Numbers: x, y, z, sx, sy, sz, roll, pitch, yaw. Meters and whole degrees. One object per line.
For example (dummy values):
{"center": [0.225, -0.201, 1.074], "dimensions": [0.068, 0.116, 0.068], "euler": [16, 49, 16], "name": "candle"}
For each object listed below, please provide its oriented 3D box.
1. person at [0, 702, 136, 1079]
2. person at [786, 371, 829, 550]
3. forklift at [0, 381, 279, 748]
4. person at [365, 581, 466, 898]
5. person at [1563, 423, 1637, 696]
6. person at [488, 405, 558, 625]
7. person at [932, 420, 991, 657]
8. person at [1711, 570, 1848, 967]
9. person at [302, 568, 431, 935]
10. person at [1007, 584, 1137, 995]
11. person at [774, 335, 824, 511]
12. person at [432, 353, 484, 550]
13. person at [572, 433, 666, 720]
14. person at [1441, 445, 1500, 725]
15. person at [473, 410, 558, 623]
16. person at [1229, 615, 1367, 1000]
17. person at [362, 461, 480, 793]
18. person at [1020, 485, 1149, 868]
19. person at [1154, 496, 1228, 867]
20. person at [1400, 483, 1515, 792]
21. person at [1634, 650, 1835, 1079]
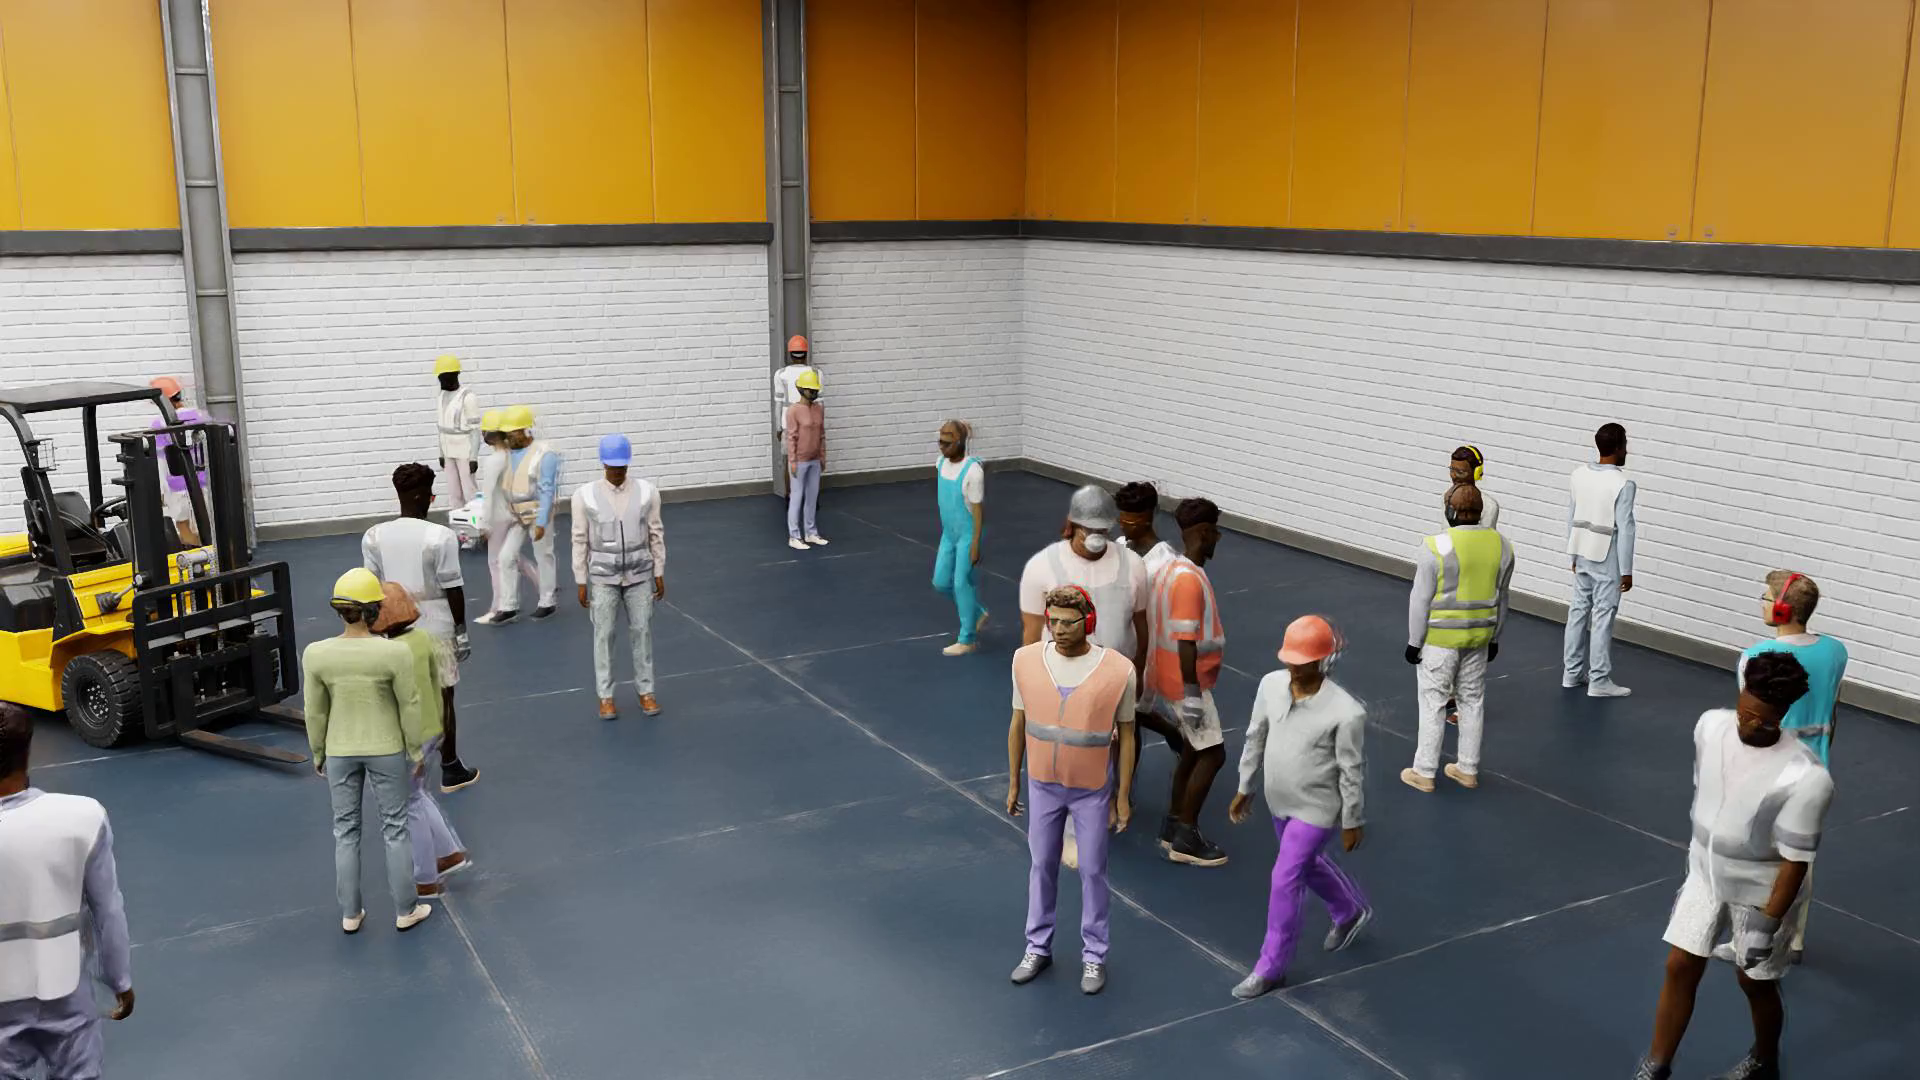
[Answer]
{"center": [-3.040, 1.470, 5.418], "dimensions": [0.615, 1.907, 0.416], "euler": [-5, 13, -22], "name": "person"}
{"center": [-1.492, -0.782, 16.306], "dimensions": [0.338, 1.759, 0.525], "euler": [9, 15, 37], "name": "person"}
{"center": [-5.853, 0.085, 11.199], "dimensions": [2.313, 2.155, 1.214], "euler": [7, 14, 28], "name": "forklift"}
{"center": [-2.750, 1.000, 8.275], "dimensions": [0.328, 1.616, 0.535], "euler": [1, 12, 6], "name": "person"}
{"center": [4.463, 0.135, 11.609], "dimensions": [0.390, 1.922, 0.591], "euler": [-5, 13, -20], "name": "person"}
{"center": [-3.533, -0.187, 13.386], "dimensions": [0.597, 1.799, 0.726], "euler": [6, 13, 26], "name": "person"}
{"center": [0.017, -0.020, 12.560], "dimensions": [0.478, 1.824, 0.559], "euler": [-9, 15, -37], "name": "person"}
{"center": [3.692, 1.051, 7.490], "dimensions": [0.571, 1.845, 0.376], "euler": [-5, 13, -21], "name": "person"}
{"center": [-2.815, 1.003, 7.911], "dimensions": [0.533, 1.765, 0.322], "euler": [-1, 12, -4], "name": "person"}
{"center": [0.490, 1.083, 7.350], "dimensions": [0.570, 1.840, 0.372], "euler": [4, 13, 19], "name": "person"}
{"center": [-1.756, -1.274, 18.213], "dimensions": [0.542, 1.928, 0.399], "euler": [-1, 12, -5], "name": "person"}
{"center": [-4.933, -0.868, 16.301], "dimensions": [0.594, 1.924, 0.381], "euler": [10, 15, 38], "name": "person"}
{"center": [-2.268, 0.239, 11.104], "dimensions": [0.616, 1.937, 0.421], "euler": [-5, 13, -21], "name": "person"}
{"center": [3.319, 0.290, 11.040], "dimensions": [0.334, 1.860, 0.509], "euler": [-6, 13, -26], "name": "person"}
{"center": [-3.671, -0.186, 13.528], "dimensions": [0.531, 1.756, 0.534], "euler": [2, 12, 8], "name": "person"}
{"center": [1.569, 1.135, 7.418], "dimensions": [0.866, 1.715, 0.560], "euler": [-8, 14, -32], "name": "person"}
{"center": [-3.152, 0.517, 9.732], "dimensions": [0.600, 1.958, 0.377], "euler": [2, 12, 10], "name": "person"}
{"center": [0.665, 0.679, 8.779], "dimensions": [0.695, 2.000, 0.618], "euler": [-2, 12, -7], "name": "person"}
{"center": [1.279, 0.743, 8.766], "dimensions": [0.505, 1.927, 0.664], "euler": [2, 12, 8], "name": "person"}
{"center": [2.912, 0.574, 9.777], "dimensions": [0.634, 1.831, 0.429], "euler": [-4, 13, -18], "name": "person"}
{"center": [2.849, 1.295, 6.204], "dimensions": [0.894, 1.905, 0.688], "euler": [-6, 13, -25], "name": "person"}
